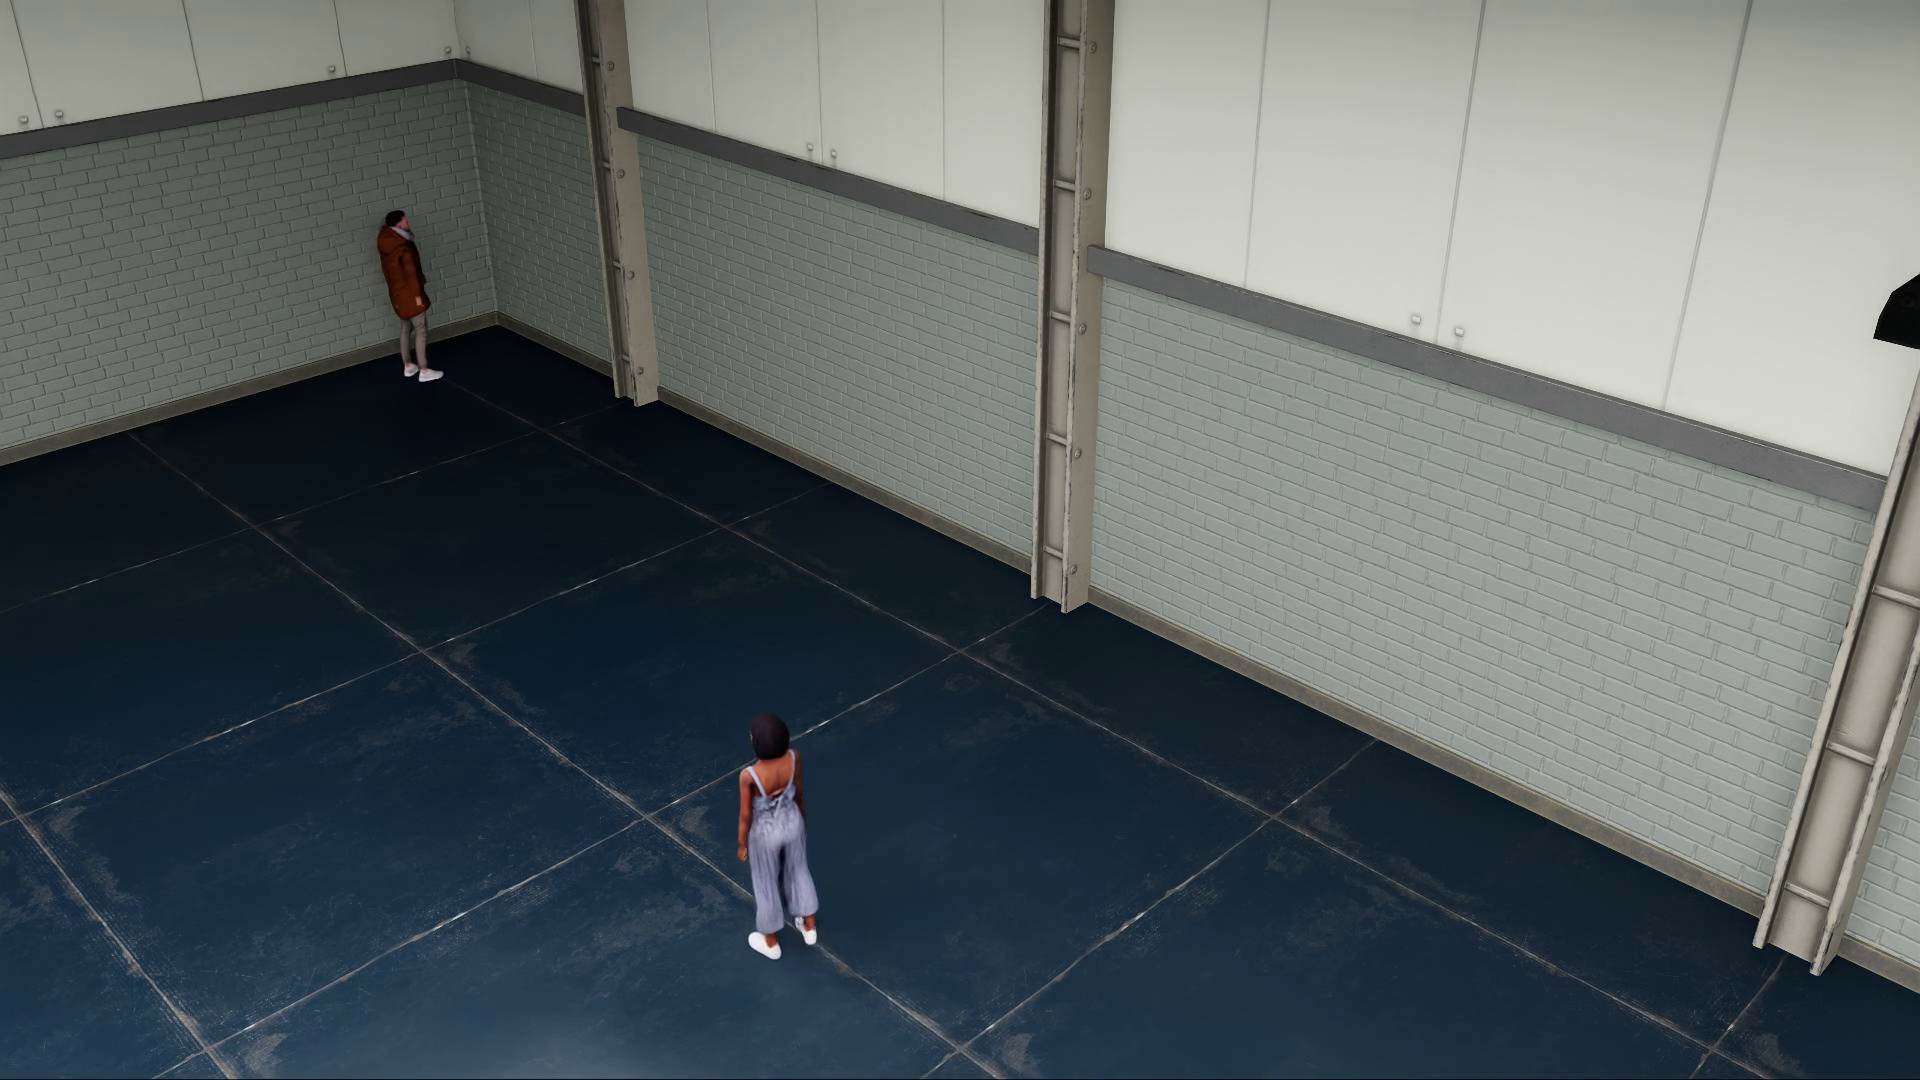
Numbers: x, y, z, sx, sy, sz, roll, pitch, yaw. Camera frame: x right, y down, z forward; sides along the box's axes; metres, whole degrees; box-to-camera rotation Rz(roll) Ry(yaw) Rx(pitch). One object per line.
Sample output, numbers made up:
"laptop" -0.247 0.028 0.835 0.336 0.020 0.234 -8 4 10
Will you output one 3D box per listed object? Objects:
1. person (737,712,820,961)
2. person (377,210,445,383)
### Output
"person" -1.063 1.728 9.705 0.639 1.696 0.579 -18 33 -30
"person" -5.875 -2.596 17.676 0.639 1.836 0.778 22 35 35
